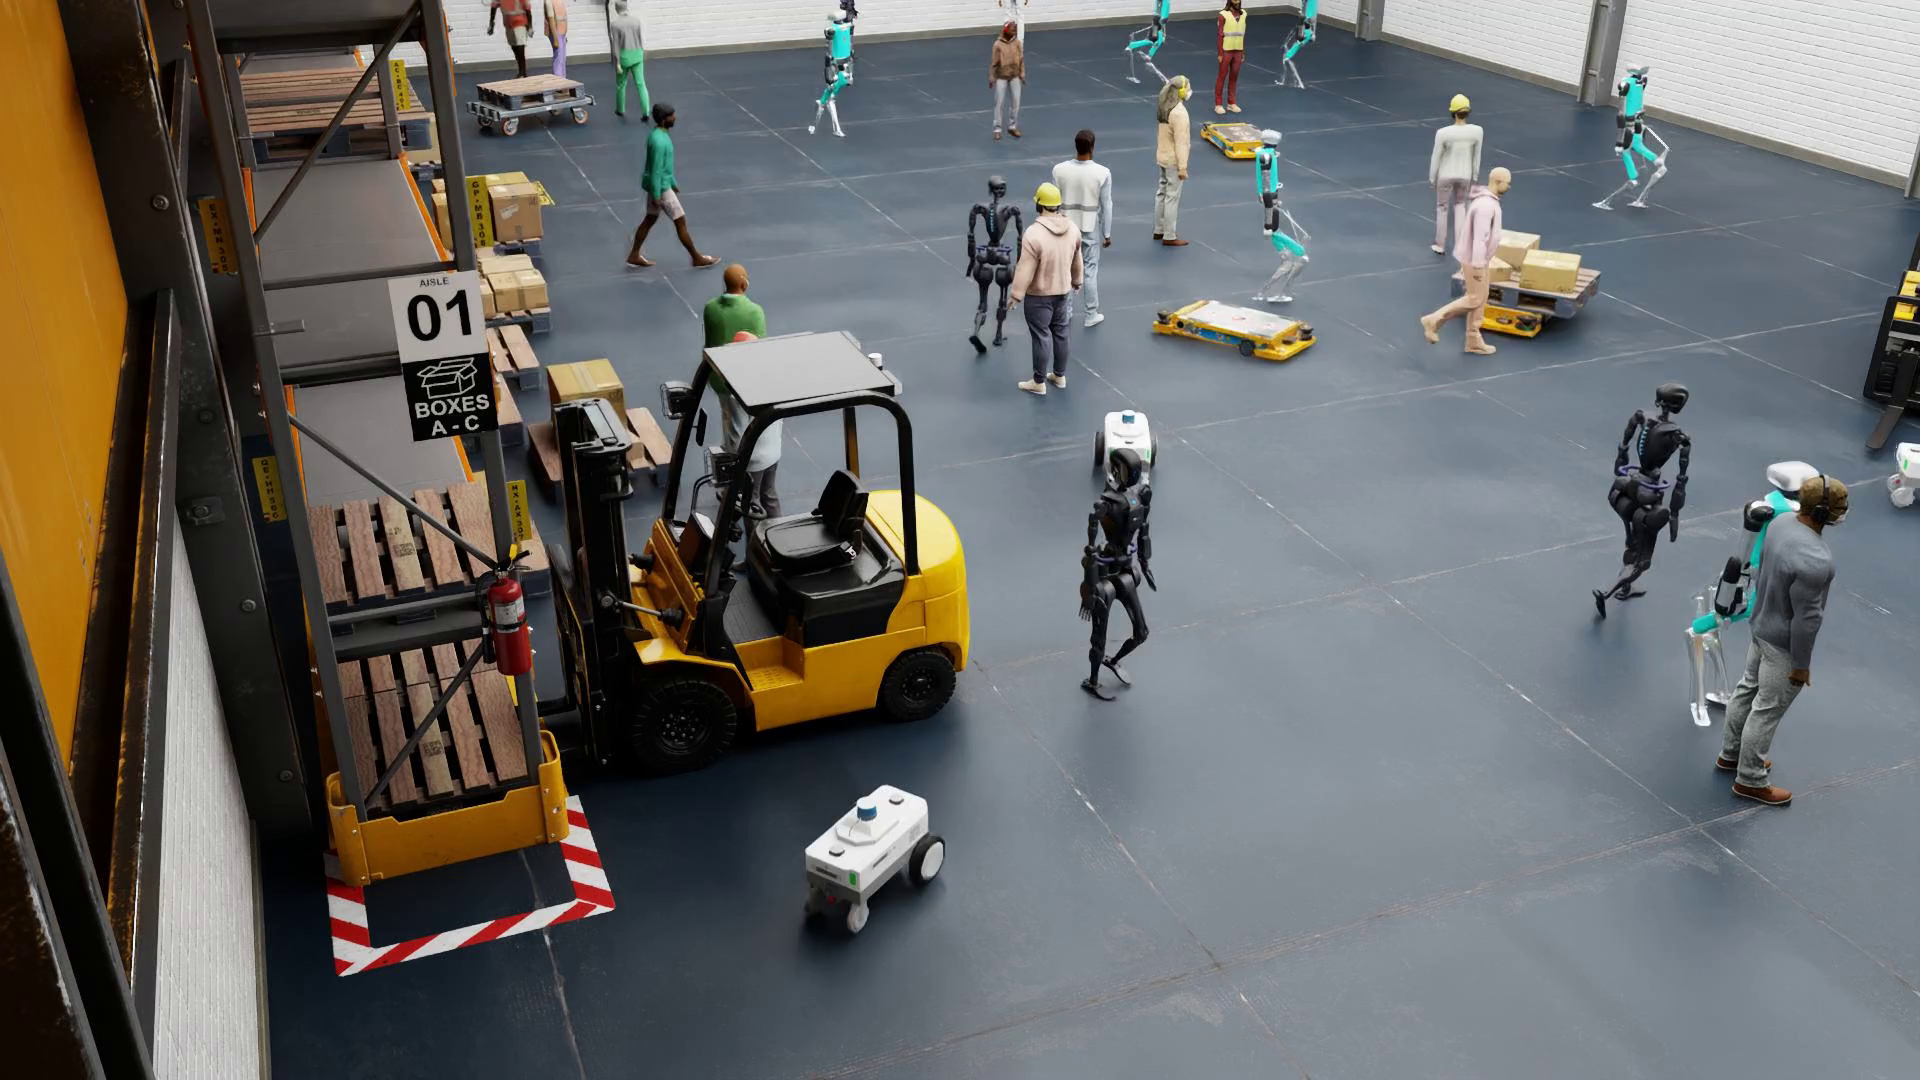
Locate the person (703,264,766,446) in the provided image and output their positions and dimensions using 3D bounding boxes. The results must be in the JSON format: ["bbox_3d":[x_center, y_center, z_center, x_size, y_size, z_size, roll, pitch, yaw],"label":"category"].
[{"bbox_3d":[-1.711,-1.258,12.827,0.546,1.769,0.437,8,28,16],"label":"person"}]

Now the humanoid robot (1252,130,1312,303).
[{"bbox_3d":[3.290,-3.209,16.762,0.761,1.810,0.559,5,27,9],"label":"humanoid robot"}]

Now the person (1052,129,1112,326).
[{"bbox_3d":[1.179,-3.020,16.162,0.595,1.915,0.381,9,28,17],"label":"person"}]

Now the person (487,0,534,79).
[{"bbox_3d":[-7.127,-8.151,26.361,0.708,1.932,0.748,9,28,17],"label":"person"}]

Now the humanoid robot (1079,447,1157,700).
[{"bbox_3d":[0.935,0.206,10.003,0.591,1.647,0.340,-23,35,-38],"label":"humanoid robot"}]

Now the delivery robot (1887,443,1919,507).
[{"bbox_3d":[7.546,-0.489,12.664,0.808,0.614,0.499,9,28,18],"label":"delivery robot"}]

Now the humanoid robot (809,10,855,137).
[{"bbox_3d":[-1.884,-6.524,23.416,0.836,1.859,0.545,21,33,35],"label":"humanoid robot"}]

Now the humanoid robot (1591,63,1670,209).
[{"bbox_3d":[8.103,-4.741,19.798,0.544,1.773,0.915,-23,34,-37],"label":"humanoid robot"}]

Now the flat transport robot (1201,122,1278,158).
[{"bbox_3d":[3.855,-5.526,22.978,0.659,0.231,1.431,-4,27,-8],"label":"flat transport robot"}]

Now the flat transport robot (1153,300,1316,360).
[{"bbox_3d":[2.644,-2.040,16.045,1.431,0.231,0.659,20,33,34],"label":"flat transport robot"}]

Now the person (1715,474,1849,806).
[{"bbox_3d":[4.496,0.532,9.072,0.365,1.939,0.635,3,27,5],"label":"person"}]

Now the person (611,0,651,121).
[{"bbox_3d":[-4.839,-7.061,24.341,0.517,1.797,0.937,-15,30,-28],"label":"person"}]

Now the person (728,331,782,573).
[{"bbox_3d":[-1.433,-0.606,11.556,0.348,1.739,0.572,12,29,23],"label":"person"}]

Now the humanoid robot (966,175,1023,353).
[{"bbox_3d":[0.289,-2.568,15.568,0.601,1.637,0.633,8,28,16],"label":"humanoid robot"}]

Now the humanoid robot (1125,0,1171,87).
[{"bbox_3d":[2.975,-8.028,26.365,1.046,1.754,0.549,11,29,20],"label":"humanoid robot"}]

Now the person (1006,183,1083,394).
[{"bbox_3d":[0.782,-2.191,14.565,0.794,1.867,0.409,-20,33,-34],"label":"person"}]

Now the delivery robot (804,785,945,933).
[{"bbox_3d":[-0.460,1.587,8.526,0.499,0.607,0.808,16,31,29],"label":"delivery robot"}]

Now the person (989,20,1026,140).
[{"bbox_3d":[0.641,-6.448,23.286,0.533,1.639,0.332,-10,28,-19],"label":"person"}]

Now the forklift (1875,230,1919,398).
[{"bbox_3d":[9.029,-2.397,14.618,1.214,2.155,2.313,18,32,32],"label":"forklift"}]

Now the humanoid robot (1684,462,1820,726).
[{"bbox_3d":[4.570,0.279,9.792,0.534,1.773,0.768,-7,27,-13],"label":"humanoid robot"}]

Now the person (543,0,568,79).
[{"bbox_3d":[-6.226,-7.794,25.731,0.386,1.849,0.567,1,27,1],"label":"person"}]

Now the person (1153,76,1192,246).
[{"bbox_3d":[2.372,-4.250,18.655,0.391,1.874,0.566,-8,28,-15],"label":"person"}]

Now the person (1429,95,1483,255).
[{"bbox_3d":[5.431,-3.993,18.275,0.540,1.749,0.427,-1,27,-1],"label":"person"}]

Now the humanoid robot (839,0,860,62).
[{"bbox_3d":[-1.885,-9.041,28.387,0.315,1.657,0.599,2,27,4],"label":"humanoid robot"}]

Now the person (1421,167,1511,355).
[{"bbox_3d":[4.758,-2.599,15.504,0.624,1.750,0.571,11,29,21],"label":"person"}]

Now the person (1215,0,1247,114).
[{"bbox_3d":[4.026,-7.270,24.778,0.476,1.768,0.370,-12,29,-23],"label":"person"}]

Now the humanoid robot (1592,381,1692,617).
[{"bbox_3d":[4.475,-0.284,11.013,0.647,1.637,0.611,-12,29,-23],"label":"humanoid robot"}]

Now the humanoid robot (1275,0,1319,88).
[{"bbox_3d":[5.263,-8.039,26.437,0.802,1.844,0.563,17,31,30],"label":"humanoid robot"}]

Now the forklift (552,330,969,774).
[{"bbox_3d":[-1.094,0.010,9.831,2.313,2.155,1.214,-10,28,-20],"label":"forklift"}]

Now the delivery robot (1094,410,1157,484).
[{"bbox_3d":[1.319,-0.735,13.153,0.499,0.614,0.791,1,27,2],"label":"delivery robot"}]

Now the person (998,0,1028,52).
[{"bbox_3d":[0.938,-9.517,29.138,0.569,1.875,0.361,0,27,-1],"label":"person"}]

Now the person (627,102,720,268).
[{"bbox_3d":[-3.171,-3.785,17.822,1.011,1.790,0.518,-5,27,-10],"label":"person"}]

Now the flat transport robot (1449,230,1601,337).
[{"bbox_3d":[5.636,-2.359,16.680,0.659,0.231,1.431,16,31,29],"label":"flat transport robot"}]
